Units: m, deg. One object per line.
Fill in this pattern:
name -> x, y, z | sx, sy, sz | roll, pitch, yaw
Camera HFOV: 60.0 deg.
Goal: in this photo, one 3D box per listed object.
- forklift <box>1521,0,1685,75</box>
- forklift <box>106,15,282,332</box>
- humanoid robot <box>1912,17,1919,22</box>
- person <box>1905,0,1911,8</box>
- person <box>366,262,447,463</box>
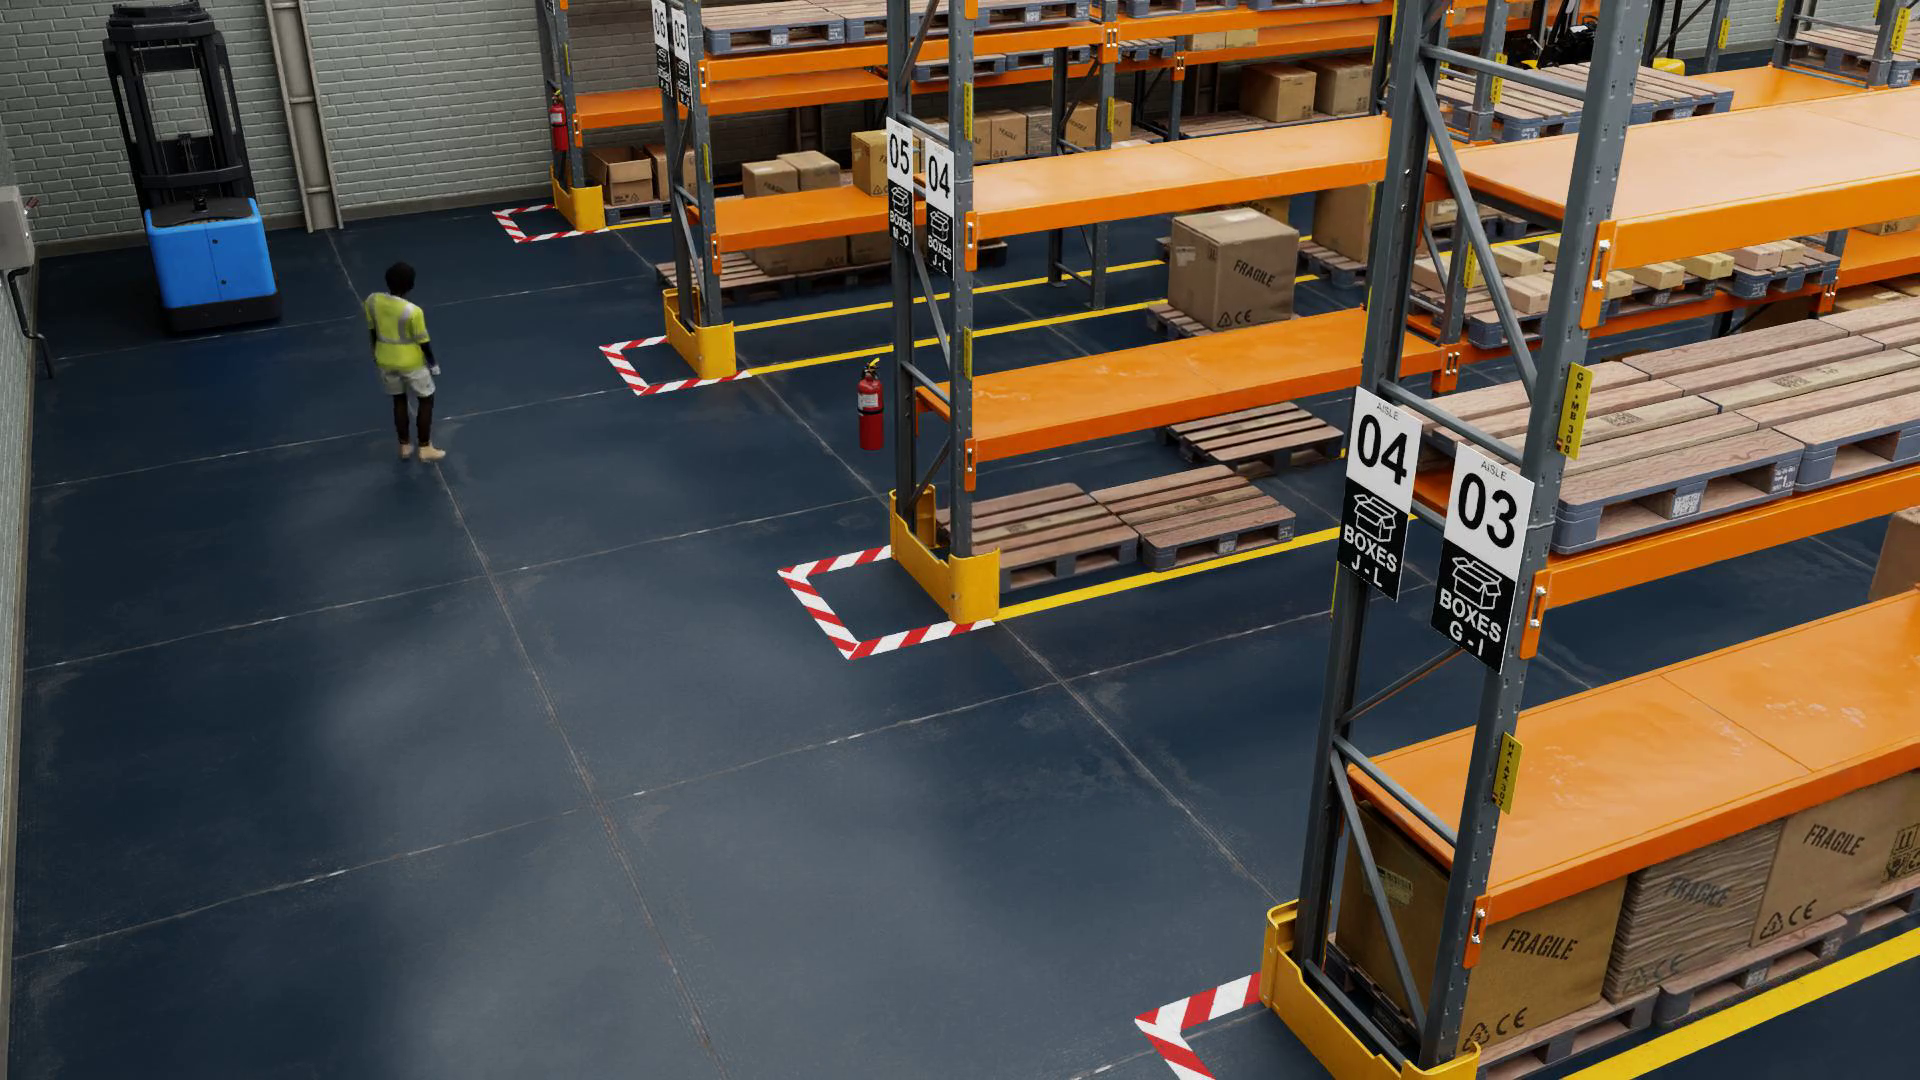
forklift -> 8.950, -6.807, 23.056 | 1.214, 2.155, 2.313 | -12, 30, -22
forklift -> -7.548, -3.672, 16.323 | 1.129, 2.768, 1.873 | -12, 30, -22
humanoid robot -> 14.911, -8.035, 25.958 | 0.784, 1.827, 0.543 | 24, 36, 38
person -> 15.964, -9.390, 28.308 | 0.644, 1.916, 0.662 | 5, 28, 10
person -> -4.447, -1.404, 13.282 | 0.565, 1.671, 0.338 | 9, 29, 16
